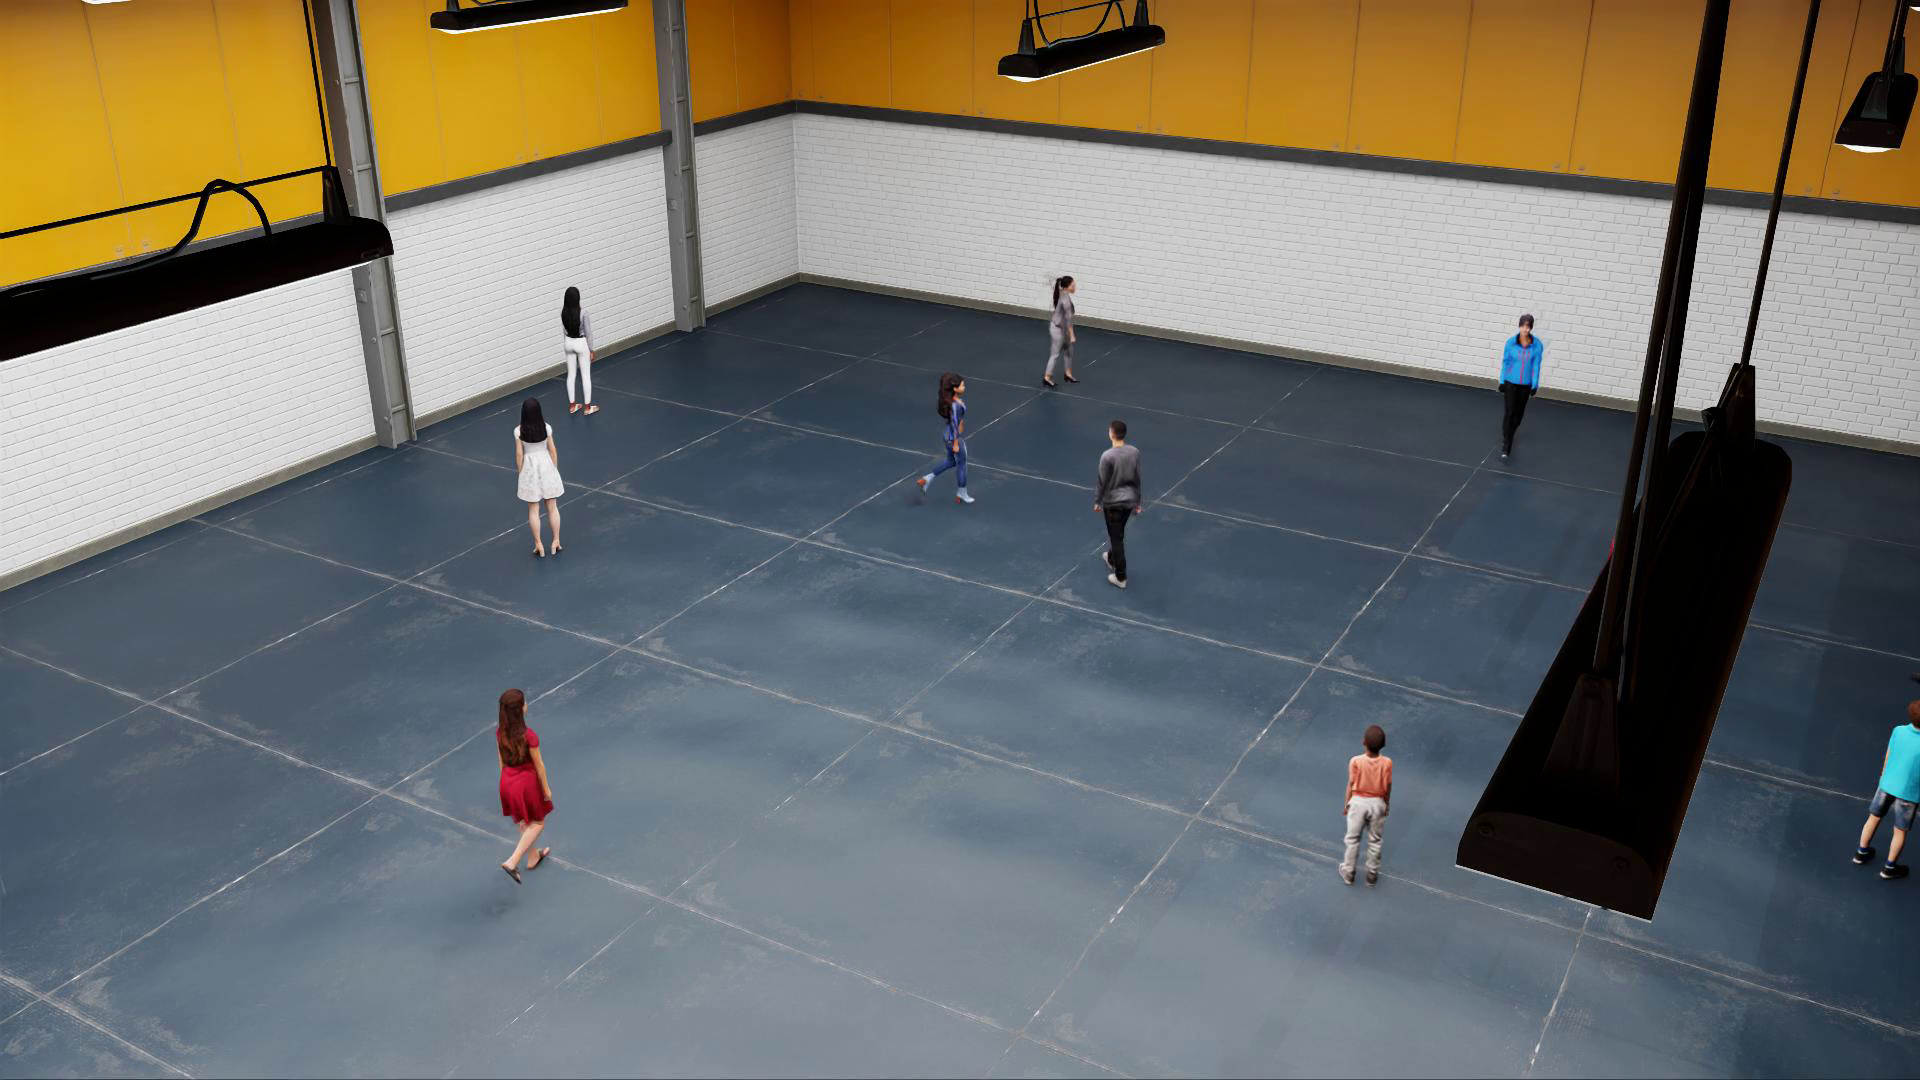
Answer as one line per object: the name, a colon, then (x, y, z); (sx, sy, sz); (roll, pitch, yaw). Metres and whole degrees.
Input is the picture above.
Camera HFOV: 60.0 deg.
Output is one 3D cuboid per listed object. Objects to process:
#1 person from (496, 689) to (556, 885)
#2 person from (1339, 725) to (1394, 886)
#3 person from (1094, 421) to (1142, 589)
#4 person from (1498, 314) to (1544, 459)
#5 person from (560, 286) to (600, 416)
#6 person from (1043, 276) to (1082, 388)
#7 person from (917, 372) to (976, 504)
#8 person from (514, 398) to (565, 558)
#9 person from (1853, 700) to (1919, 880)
person: (-3.275, 1.850, 12.330); (0.586, 1.537, 0.854); (10, 26, 22)
person: (3.027, 1.967, 12.348); (0.544, 1.309, 0.561); (3, 24, 7)
person: (1.674, -0.344, 17.101); (0.986, 1.736, 0.989); (-11, 26, -23)
person: (6.984, -1.955, 20.758); (0.766, 1.758, 1.232); (8, 25, 18)
person: (-5.086, -2.533, 22.125); (0.627, 1.723, 0.566); (8, 25, 17)
person: (1.342, -2.874, 23.018); (0.938, 1.634, 0.879); (-5, 24, -12)
person: (-0.139, -1.154, 19.121); (0.976, 1.603, 0.958); (-3, 24, -6)
person: (-4.509, -0.677, 17.815); (0.768, 1.775, 0.835); (-8, 25, -17)
person: (7.054, 1.839, 12.471); (0.628, 1.444, 0.603); (-13, 27, -26)
